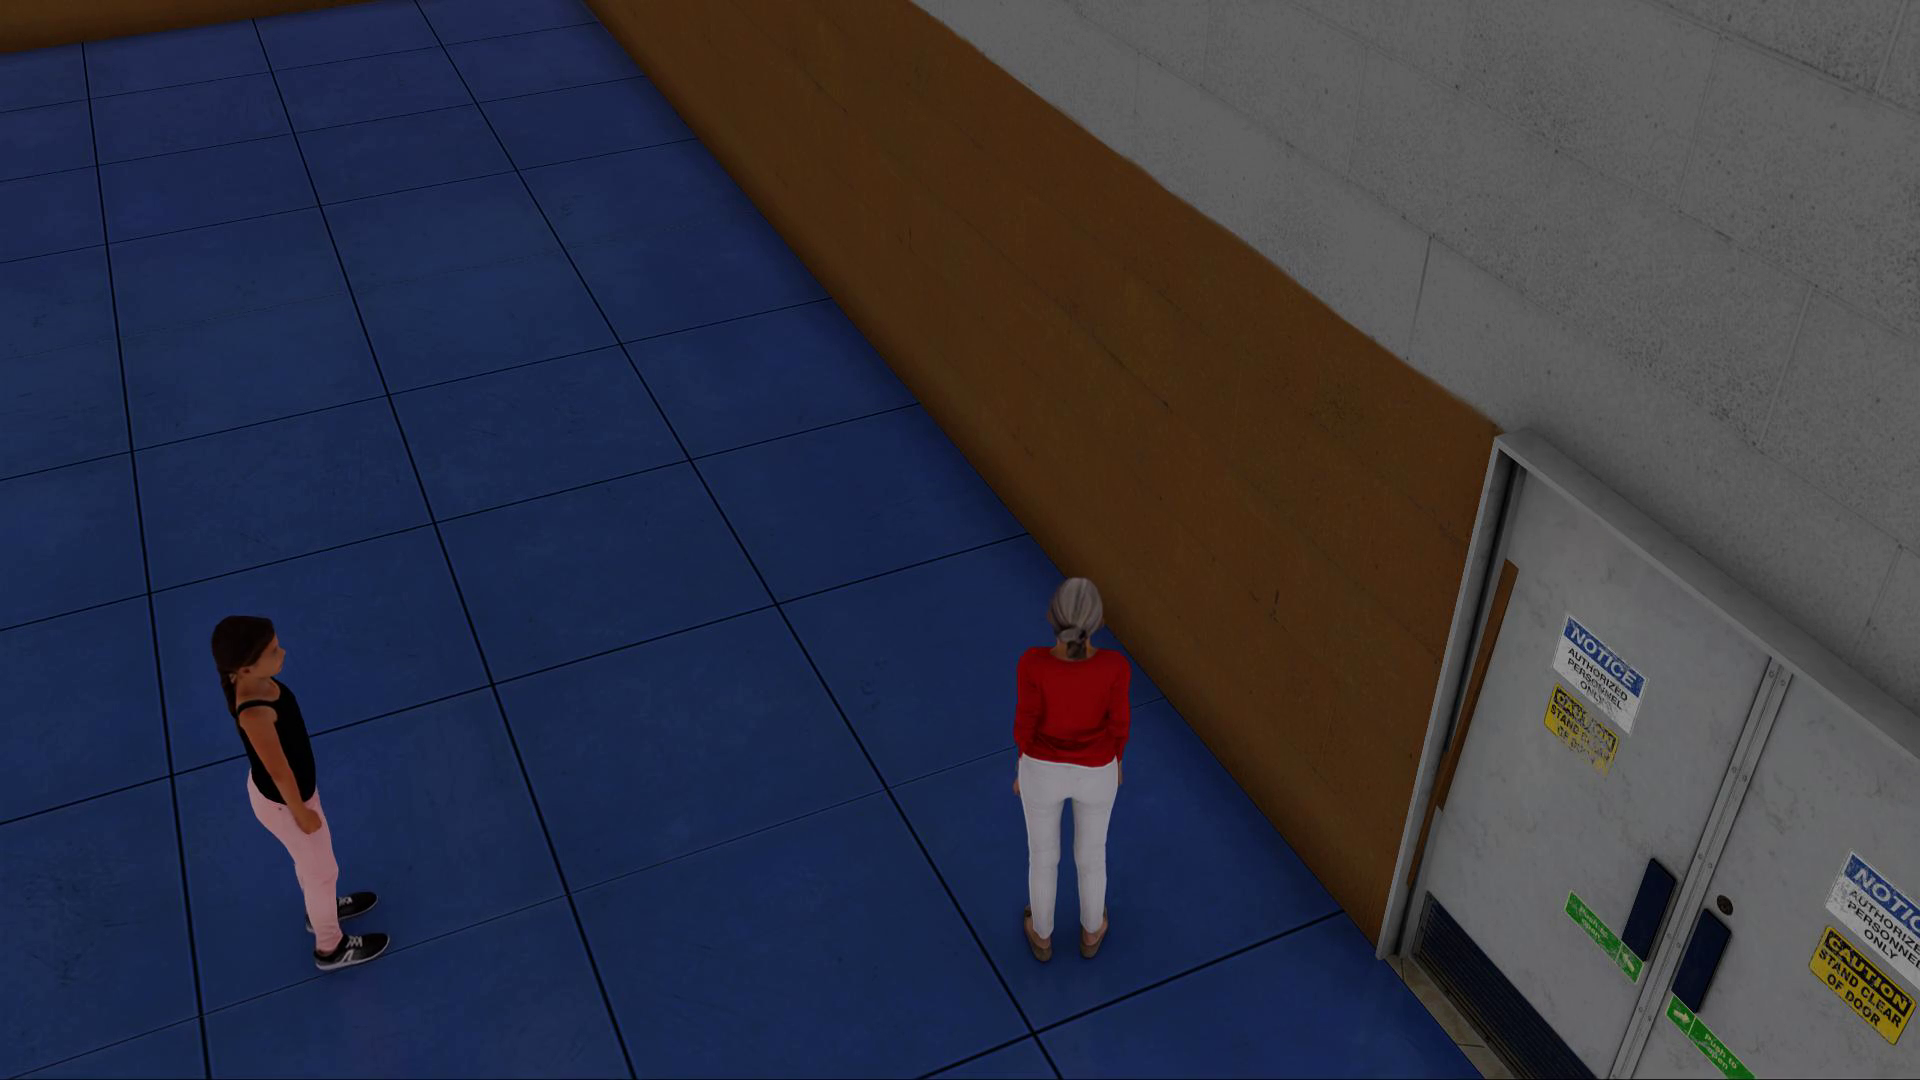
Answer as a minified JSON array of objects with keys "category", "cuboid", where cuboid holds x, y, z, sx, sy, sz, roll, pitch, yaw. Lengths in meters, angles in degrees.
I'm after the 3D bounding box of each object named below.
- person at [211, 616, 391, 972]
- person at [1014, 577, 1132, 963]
[{"category":"person","cuboid":[-2.325,0.875,5.756,0.516,1.560,0.528,-18,40,-22]},{"category":"person","cuboid":[0.373,0.811,5.731,0.589,1.693,0.690,0,37,0]}]
